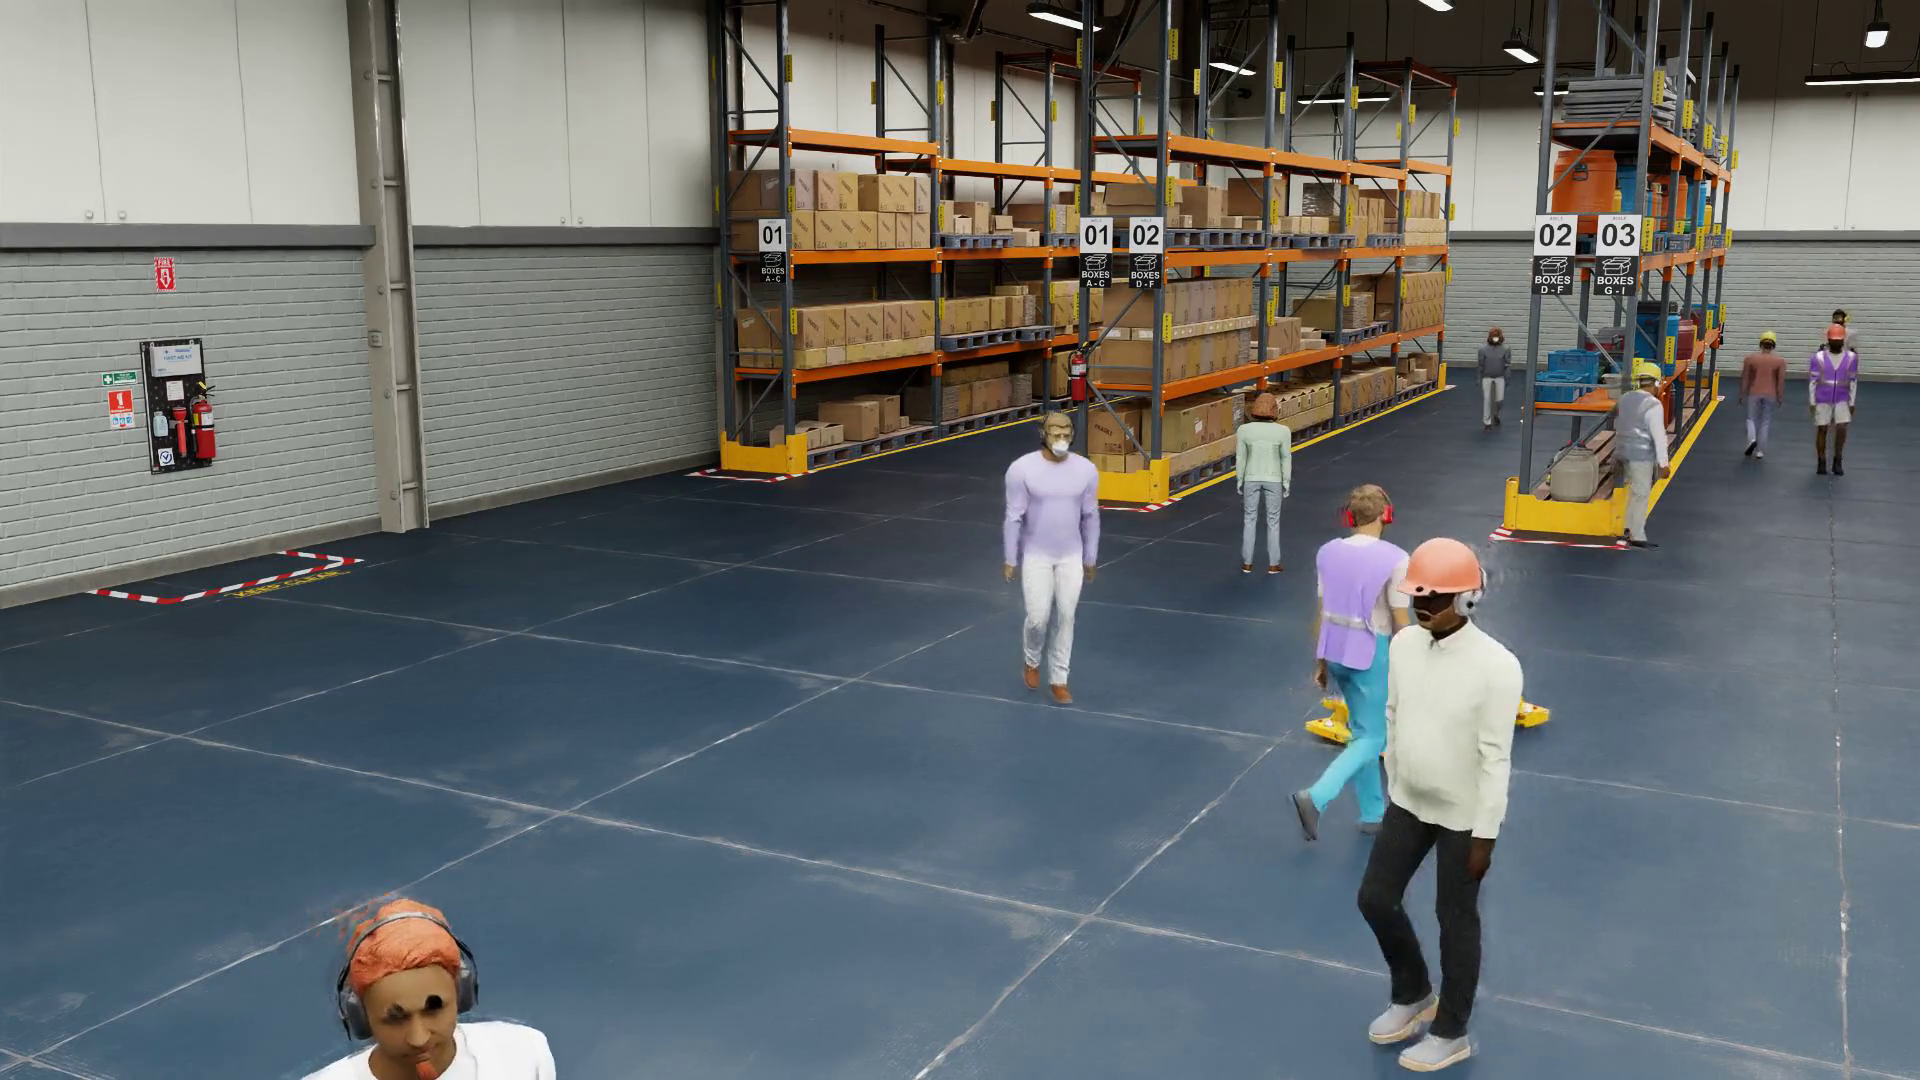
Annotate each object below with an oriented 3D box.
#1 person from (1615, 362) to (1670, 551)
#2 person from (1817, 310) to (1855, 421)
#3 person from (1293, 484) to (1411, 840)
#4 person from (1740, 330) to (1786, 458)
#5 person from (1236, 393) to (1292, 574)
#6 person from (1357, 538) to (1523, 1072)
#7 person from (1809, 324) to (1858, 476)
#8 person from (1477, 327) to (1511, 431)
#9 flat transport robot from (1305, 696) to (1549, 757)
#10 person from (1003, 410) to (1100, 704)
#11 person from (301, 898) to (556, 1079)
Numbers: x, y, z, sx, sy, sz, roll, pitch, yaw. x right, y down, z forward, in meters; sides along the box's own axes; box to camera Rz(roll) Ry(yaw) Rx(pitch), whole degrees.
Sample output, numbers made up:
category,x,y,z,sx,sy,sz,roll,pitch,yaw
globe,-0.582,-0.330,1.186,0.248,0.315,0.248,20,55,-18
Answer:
category,x,y,z,sx,sy,sz,roll,pitch,yaw
person,6.611,-0.807,16.113,0.434,1.808,0.683,-2,11,-9
person,14.163,-2.810,27.005,0.961,1.823,0.507,-9,14,-41
person,1.960,0.630,8.298,0.697,1.802,0.610,-7,12,-34
person,10.919,-1.972,22.630,0.543,1.749,0.431,4,11,23
person,2.730,-0.508,14.972,0.502,1.633,0.280,3,11,17
person,1.719,0.968,6.001,0.444,1.979,0.615,-7,12,-33
person,11.015,-1.756,20.998,0.557,1.912,0.626,4,11,20
person,8.295,-2.501,25.874,0.501,1.623,0.358,3,11,14
flat transport robot,2.869,1.052,10.179,1.431,0.197,0.652,-7,12,-32
person,0.602,0.115,10.783,0.651,1.922,0.454,-3,11,-14
person,-1.060,1.540,3.209,0.576,1.862,0.825,-8,13,-38
